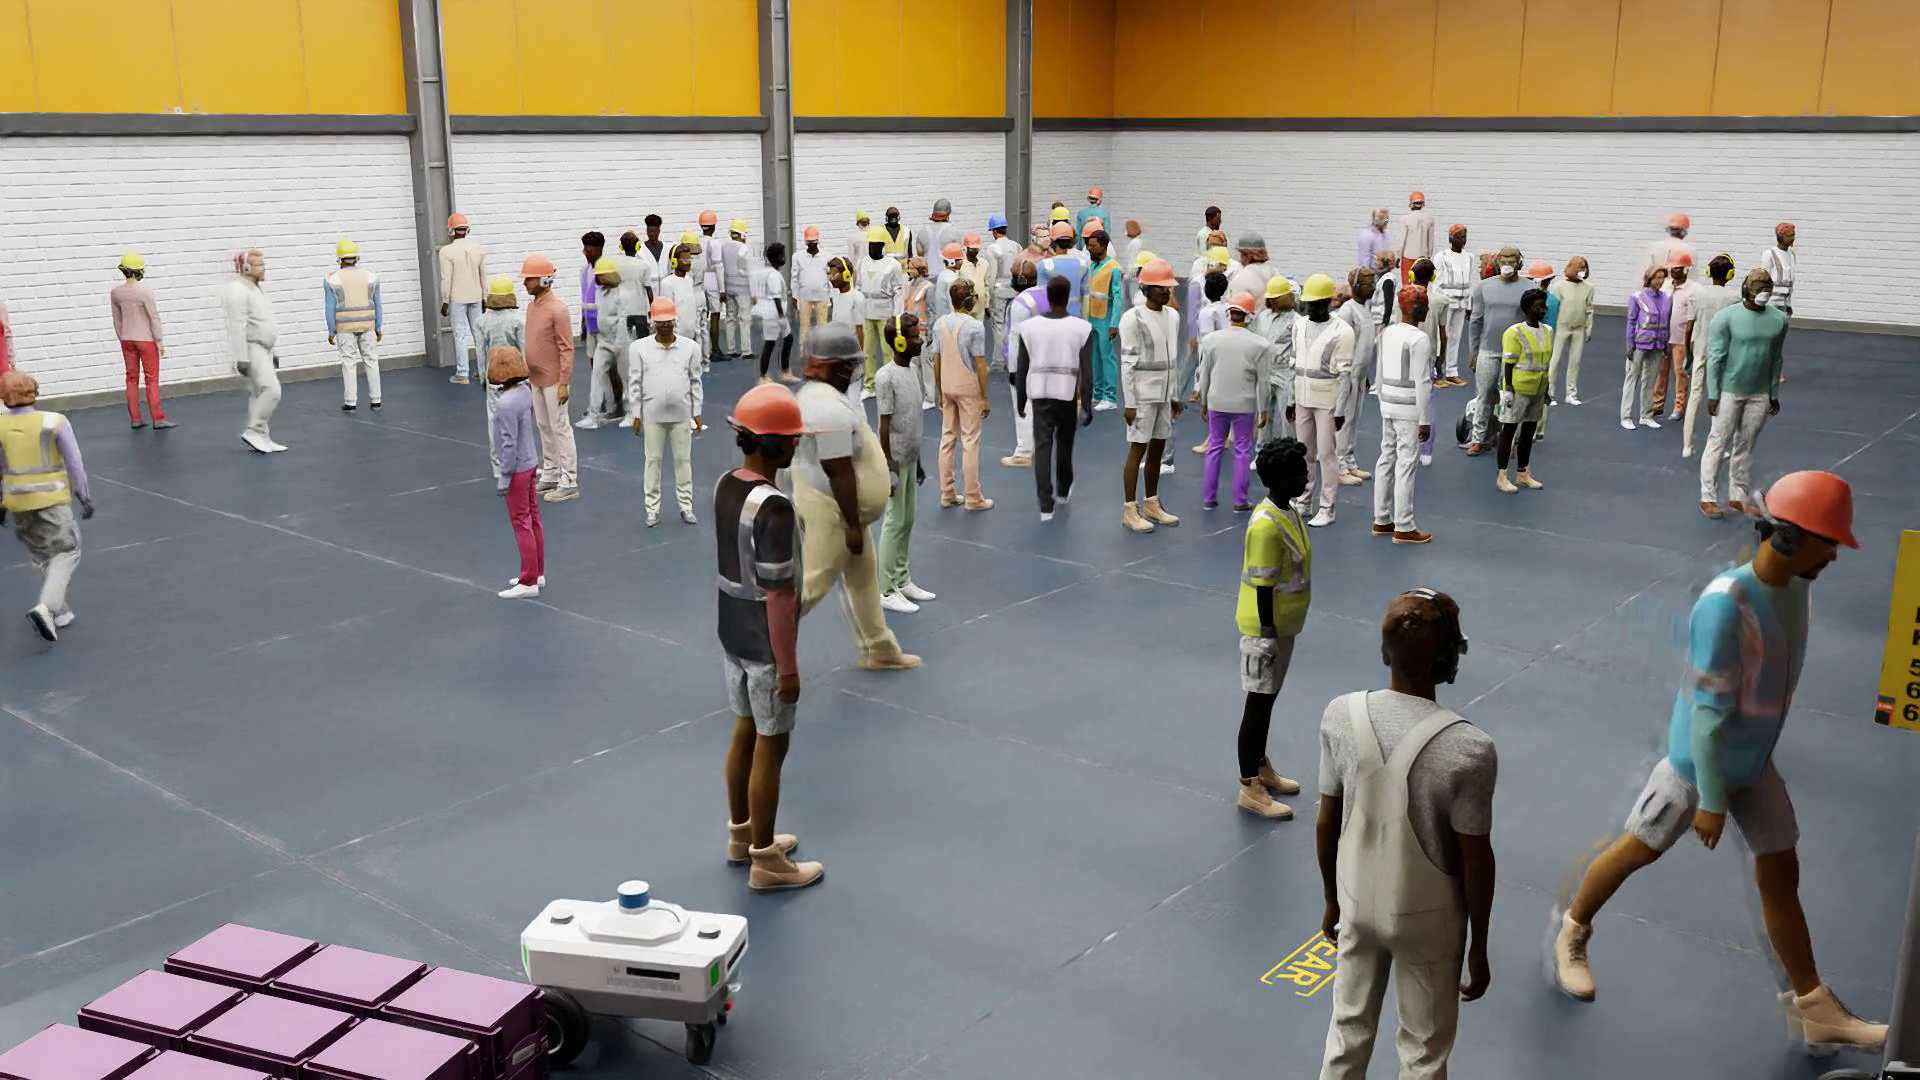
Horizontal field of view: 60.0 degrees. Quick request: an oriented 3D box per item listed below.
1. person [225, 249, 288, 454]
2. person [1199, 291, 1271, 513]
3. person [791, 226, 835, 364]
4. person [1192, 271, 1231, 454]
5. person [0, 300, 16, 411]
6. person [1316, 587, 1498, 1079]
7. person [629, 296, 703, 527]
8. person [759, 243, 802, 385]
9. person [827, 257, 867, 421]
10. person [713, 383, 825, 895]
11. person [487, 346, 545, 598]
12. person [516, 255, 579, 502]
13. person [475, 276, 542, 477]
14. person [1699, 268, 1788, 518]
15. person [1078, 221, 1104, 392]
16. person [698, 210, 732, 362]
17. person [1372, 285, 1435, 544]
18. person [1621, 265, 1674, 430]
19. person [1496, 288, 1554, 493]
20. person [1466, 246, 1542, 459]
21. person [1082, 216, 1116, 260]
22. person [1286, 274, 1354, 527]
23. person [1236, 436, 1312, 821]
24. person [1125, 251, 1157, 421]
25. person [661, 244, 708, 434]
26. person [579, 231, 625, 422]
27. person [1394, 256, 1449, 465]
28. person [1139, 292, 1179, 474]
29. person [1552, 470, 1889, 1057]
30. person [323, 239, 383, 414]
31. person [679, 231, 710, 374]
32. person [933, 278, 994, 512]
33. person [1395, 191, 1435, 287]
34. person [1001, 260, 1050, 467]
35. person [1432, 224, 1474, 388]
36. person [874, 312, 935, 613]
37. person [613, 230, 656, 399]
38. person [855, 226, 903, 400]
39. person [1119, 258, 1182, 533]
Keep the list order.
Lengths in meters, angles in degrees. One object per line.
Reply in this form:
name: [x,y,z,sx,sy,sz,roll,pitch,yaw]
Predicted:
person: [-6.468,-1.727,15.369,0.435,1.890,0.677,-1,14,-5]
person: [2.169,-1.083,13.116,0.574,1.738,0.354,6,15,23]
person: [-1.876,-3.131,21.265,0.572,1.750,0.330,-2,14,-7]
person: [2.361,-1.637,15.413,0.322,1.697,0.536,10,17,36]
person: [-9.010,-1.658,15.370,0.339,1.762,0.525,13,19,41]
person: [1.193,1.023,4.484,0.507,1.846,0.345,12,19,41]
person: [-2.229,-0.976,12.656,0.562,1.752,0.324,-4,15,-17]
person: [-2.072,-2.594,19.279,0.637,1.671,0.553,-1,14,-6]
person: [-1.027,-1.627,15.063,0.337,1.856,0.524,-9,17,-33]
person: [-0.758,0.388,6.633,0.394,2.036,0.606,-7,16,-27]
person: [-2.876,-0.441,10.761,0.278,1.634,0.498,0,14,1]
person: [-3.357,-1.312,13.508,0.389,1.992,0.625,-12,18,-39]
person: [-3.920,-1.406,14.394,0.484,1.745,0.307,2,14,10]
person: [6.080,-1.133,12.910,0.628,1.940,0.377,-2,14,-8]
person: [1.496,-2.667,19.043,0.374,1.935,0.552,0,14,2]
person: [-3.219,-3.274,21.455,0.551,1.941,0.340,12,18,39]
person: [3.253,-0.916,12.155,0.356,1.883,0.572,-5,15,-19]
person: [6.899,-1.932,16.701,0.511,1.644,0.307,-4,15,-17]
person: [4.711,-1.241,13.832,0.532,1.697,0.319,-8,16,-28]
person: [4.969,-1.715,15.237,0.630,1.940,0.373,6,15,22]
person: [1.648,-3.039,20.592,0.408,1.908,0.645,-6,15,-23]
person: [2.708,-1.063,12.673,0.396,1.919,0.586,-10,17,-34]
person: [1.389,0.378,7.363,0.317,1.696,0.538,5,15,18]
person: [1.879,-2.030,16.847,0.311,1.768,0.522,-2,14,-10]
person: [-2.737,-1.987,16.461,0.329,1.872,0.507,5,15,20]
person: [-3.702,-2.202,17.149,0.608,1.958,0.373,13,19,43]
person: [4.087,-1.593,14.876,0.514,1.876,0.328,-1,14,-3]
person: [1.754,-1.393,14.568,0.280,1.633,0.500,-3,14,-10]
person: [2.574,0.716,5.512,0.688,1.955,1.170,-10,17,-35]
person: [-6.418,-2.261,17.622,0.590,1.837,0.403,-10,17,-36]
person: [-3.273,-2.897,20.356,0.294,1.744,0.484,4,15,16]
person: [0.020,-1.140,13.125,0.504,1.847,0.345,11,18,37]
person: [7.093,-4.441,26.010,0.625,1.992,0.388,-4,14,-14]
person: [0.587,-1.576,14.900,0.429,1.837,0.629,7,16,26]
person: [5.738,-2.722,19.373,0.574,1.883,0.355,-7,16,-27]
person: [-0.350,-0.491,10.470,0.320,1.876,0.533,5,15,19]
person: [-3.623,-2.493,18.471,0.532,1.876,0.321,2,14,6]
person: [-0.911,-2.484,18.325,0.585,1.930,0.364,8,16,28]
person: [1.456,-1.085,12.503,0.374,2.043,0.613,14,19,43]
